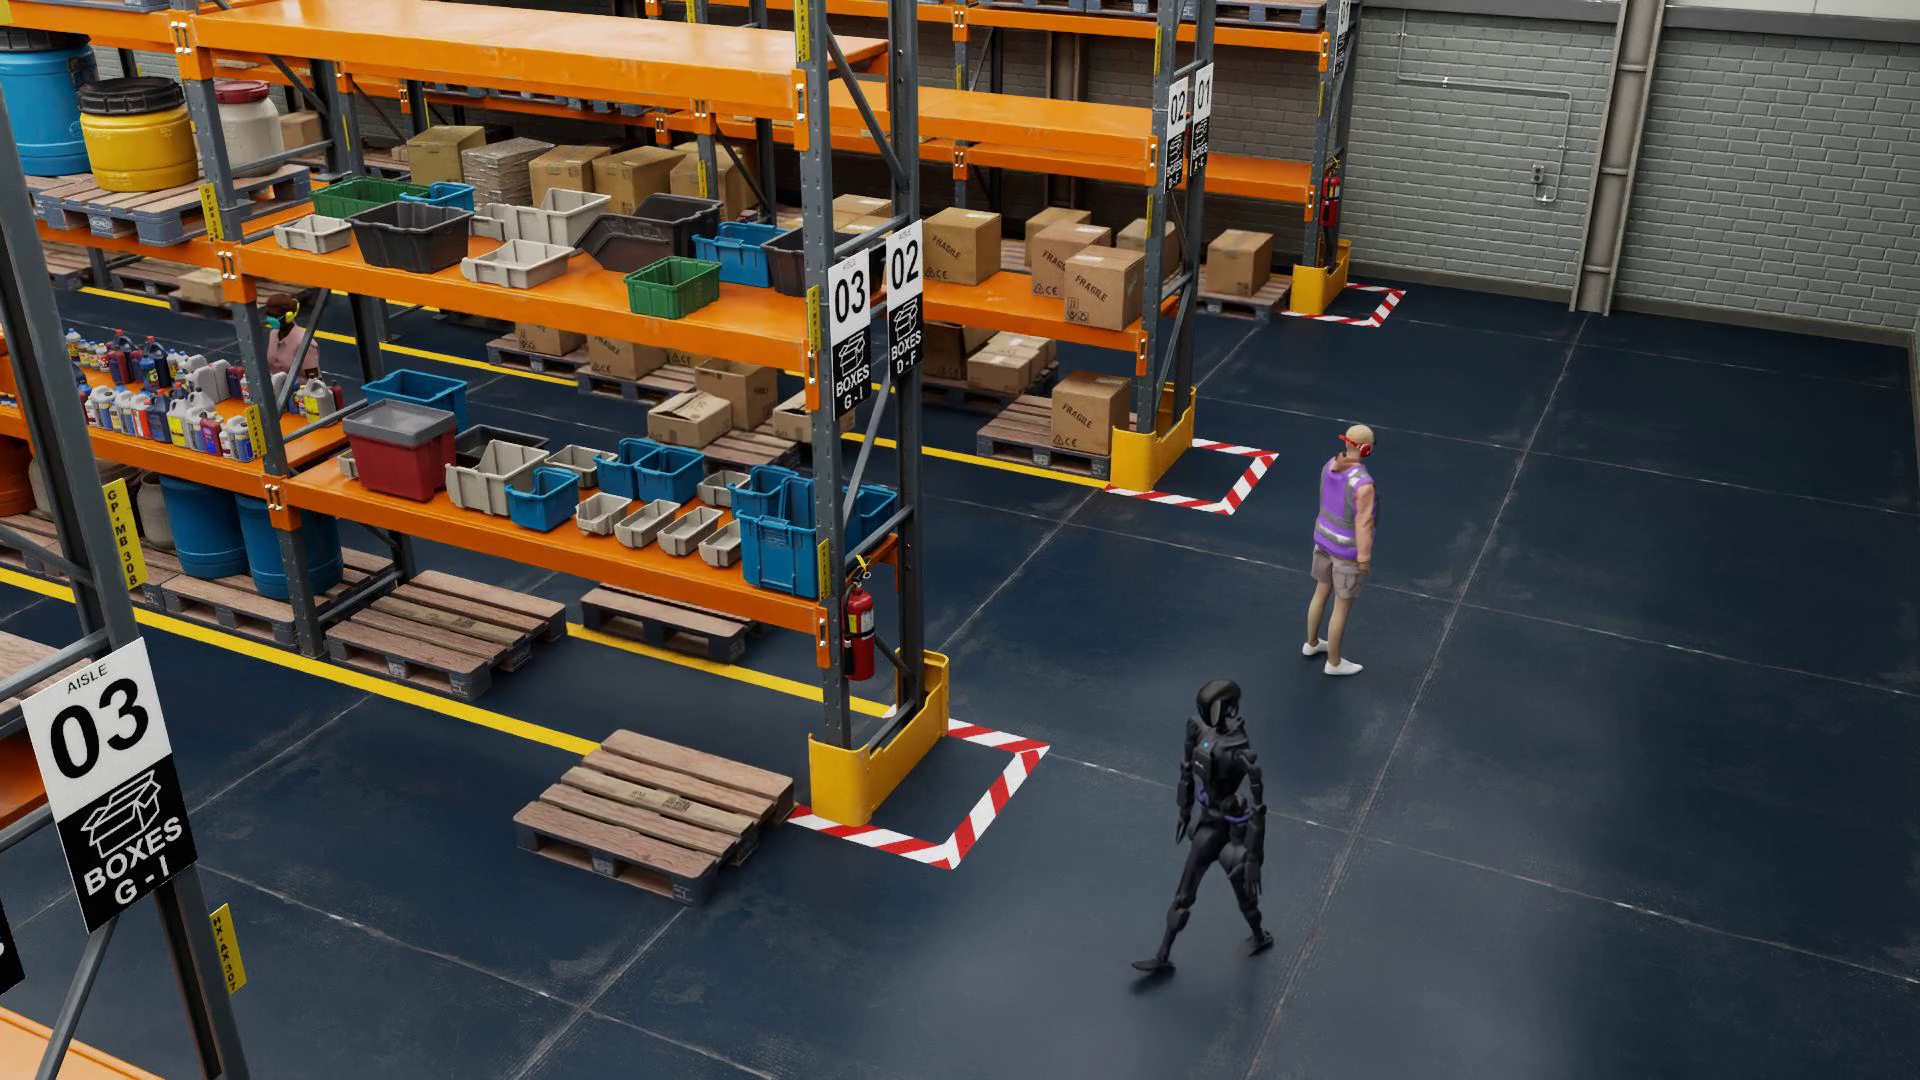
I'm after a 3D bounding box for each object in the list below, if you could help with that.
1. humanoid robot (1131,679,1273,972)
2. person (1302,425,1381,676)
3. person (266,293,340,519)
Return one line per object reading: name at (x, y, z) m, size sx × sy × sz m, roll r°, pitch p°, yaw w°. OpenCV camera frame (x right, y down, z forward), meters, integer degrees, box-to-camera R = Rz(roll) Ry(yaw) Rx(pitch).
humanoid robot at (1.233, 1.402, 7.931) m, size 0.794 × 1.621 × 0.615 m, roll -16°, pitch 30°, yaw -29°
person at (2.432, 0.060, 10.585) m, size 0.347 × 1.688 × 0.491 m, roll -10°, pitch 28°, yaw -20°
person at (-5.003, -1.021, 12.659) m, size 0.512 × 1.795 × 0.336 m, roll 15°, pitch 30°, yaw 28°
